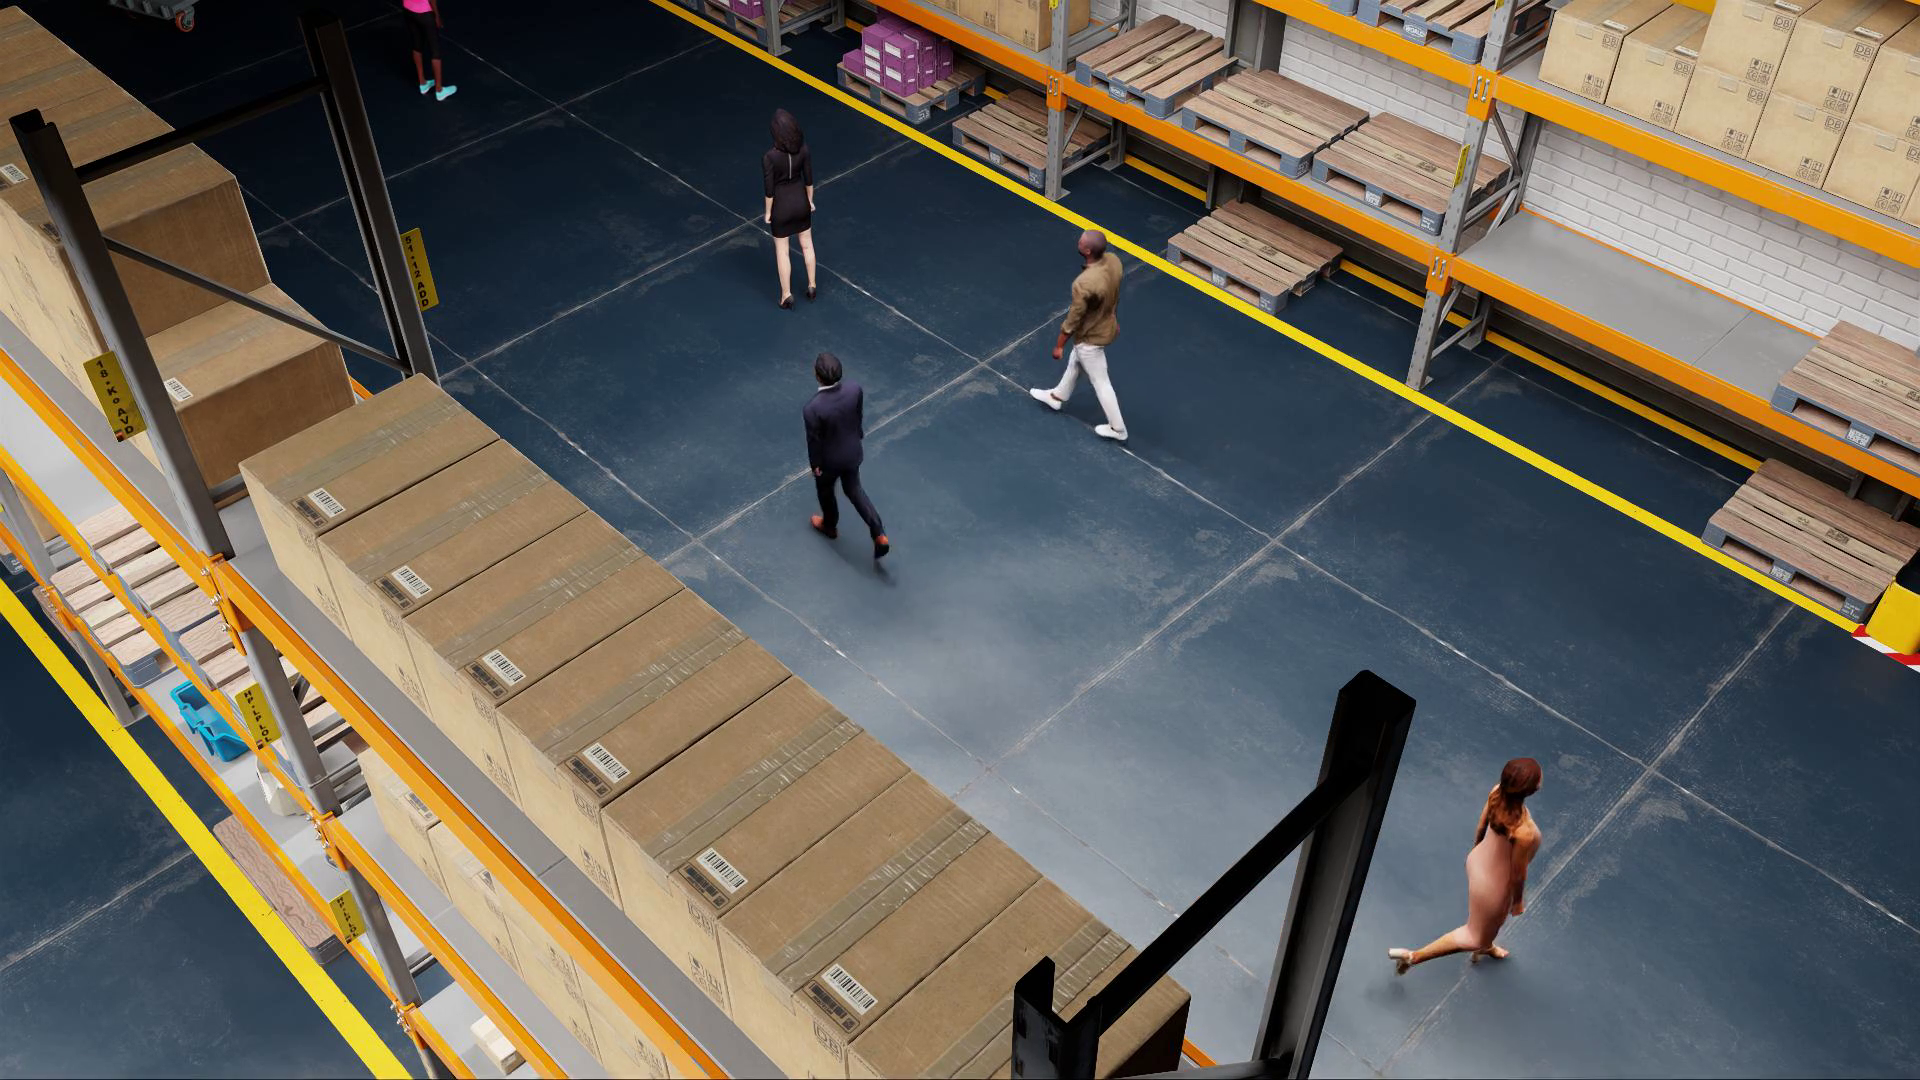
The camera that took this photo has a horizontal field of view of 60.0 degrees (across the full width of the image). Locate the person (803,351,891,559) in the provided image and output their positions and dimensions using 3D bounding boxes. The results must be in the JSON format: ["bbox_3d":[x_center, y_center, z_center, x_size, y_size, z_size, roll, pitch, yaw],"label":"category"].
[{"bbox_3d":[-0.800,-0.549,11.543,0.727,1.707,1.062,-27,50,-26],"label":"person"}]

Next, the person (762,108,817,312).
[{"bbox_3d":[-1.406,-2.715,13.745,0.644,1.804,0.566,-22,48,-22],"label":"person"}]

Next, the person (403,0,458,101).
[{"bbox_3d":[-5.344,-5.207,16.425,0.500,1.716,0.623,28,50,26],"label":"person"}]

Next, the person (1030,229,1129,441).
[{"bbox_3d":[1.061,-1.493,12.478,1.218,1.783,0.925,23,48,22],"label":"person"}]

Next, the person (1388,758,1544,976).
[{"bbox_3d":[2.806,1.838,8.960,1.059,1.814,1.016,-3,44,-3],"label":"person"}]
